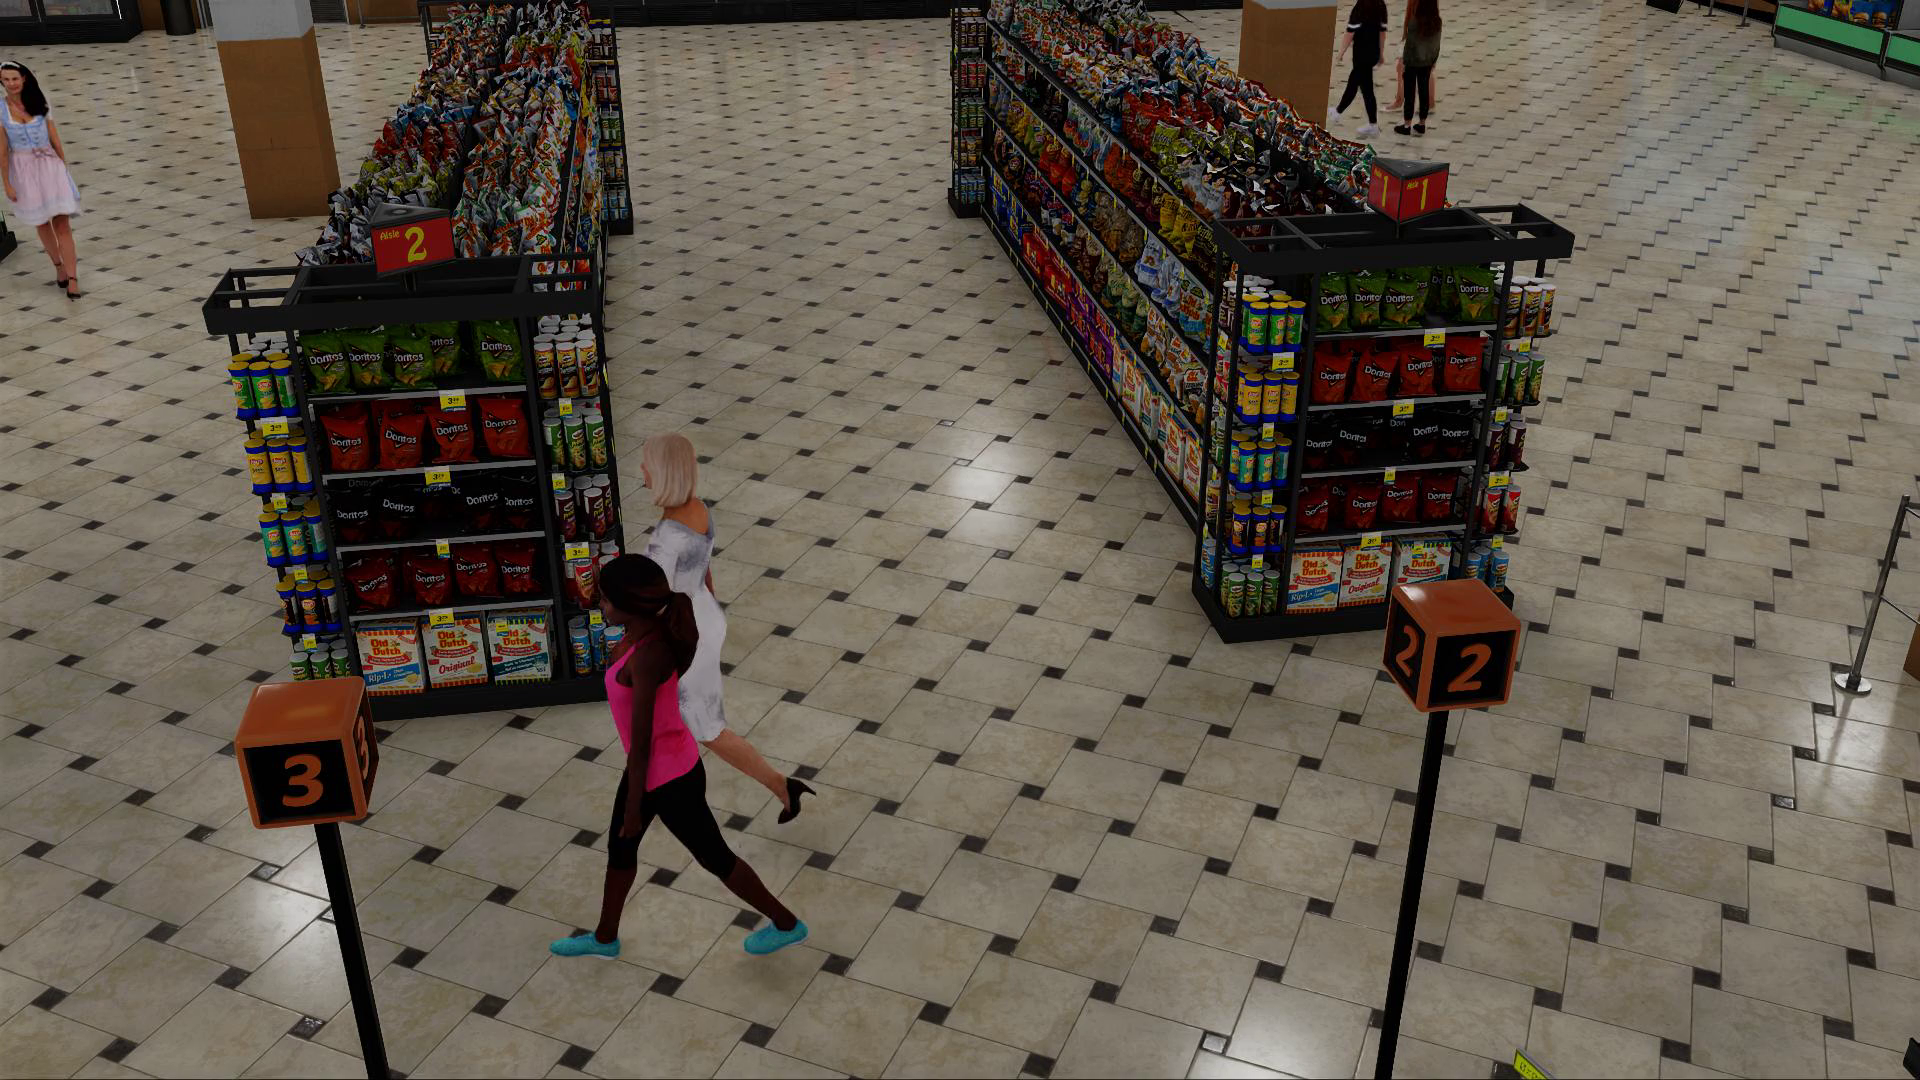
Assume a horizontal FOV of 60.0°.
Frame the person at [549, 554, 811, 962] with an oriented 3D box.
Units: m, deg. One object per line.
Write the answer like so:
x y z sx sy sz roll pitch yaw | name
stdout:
-0.915 0.834 5.750 0.671 1.674 1.112 -2 27 -5 | person

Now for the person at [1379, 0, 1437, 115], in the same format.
5.096 -5.476 18.190 0.971 1.675 0.931 9 28 16 | person

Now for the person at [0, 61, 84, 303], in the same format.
-7.009 -2.725 12.660 0.879 1.770 1.226 -13 30 -24 | person

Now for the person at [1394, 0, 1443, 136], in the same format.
4.849 -5.042 17.556 0.622 1.475 0.558 -10 28 -18 | person

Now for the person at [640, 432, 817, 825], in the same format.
-0.981 0.422 6.510 0.842 1.721 1.037 3 27 6 | person

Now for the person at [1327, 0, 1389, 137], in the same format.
4.288 -5.038 17.410 0.883 1.599 1.138 -17 31 -30 | person
